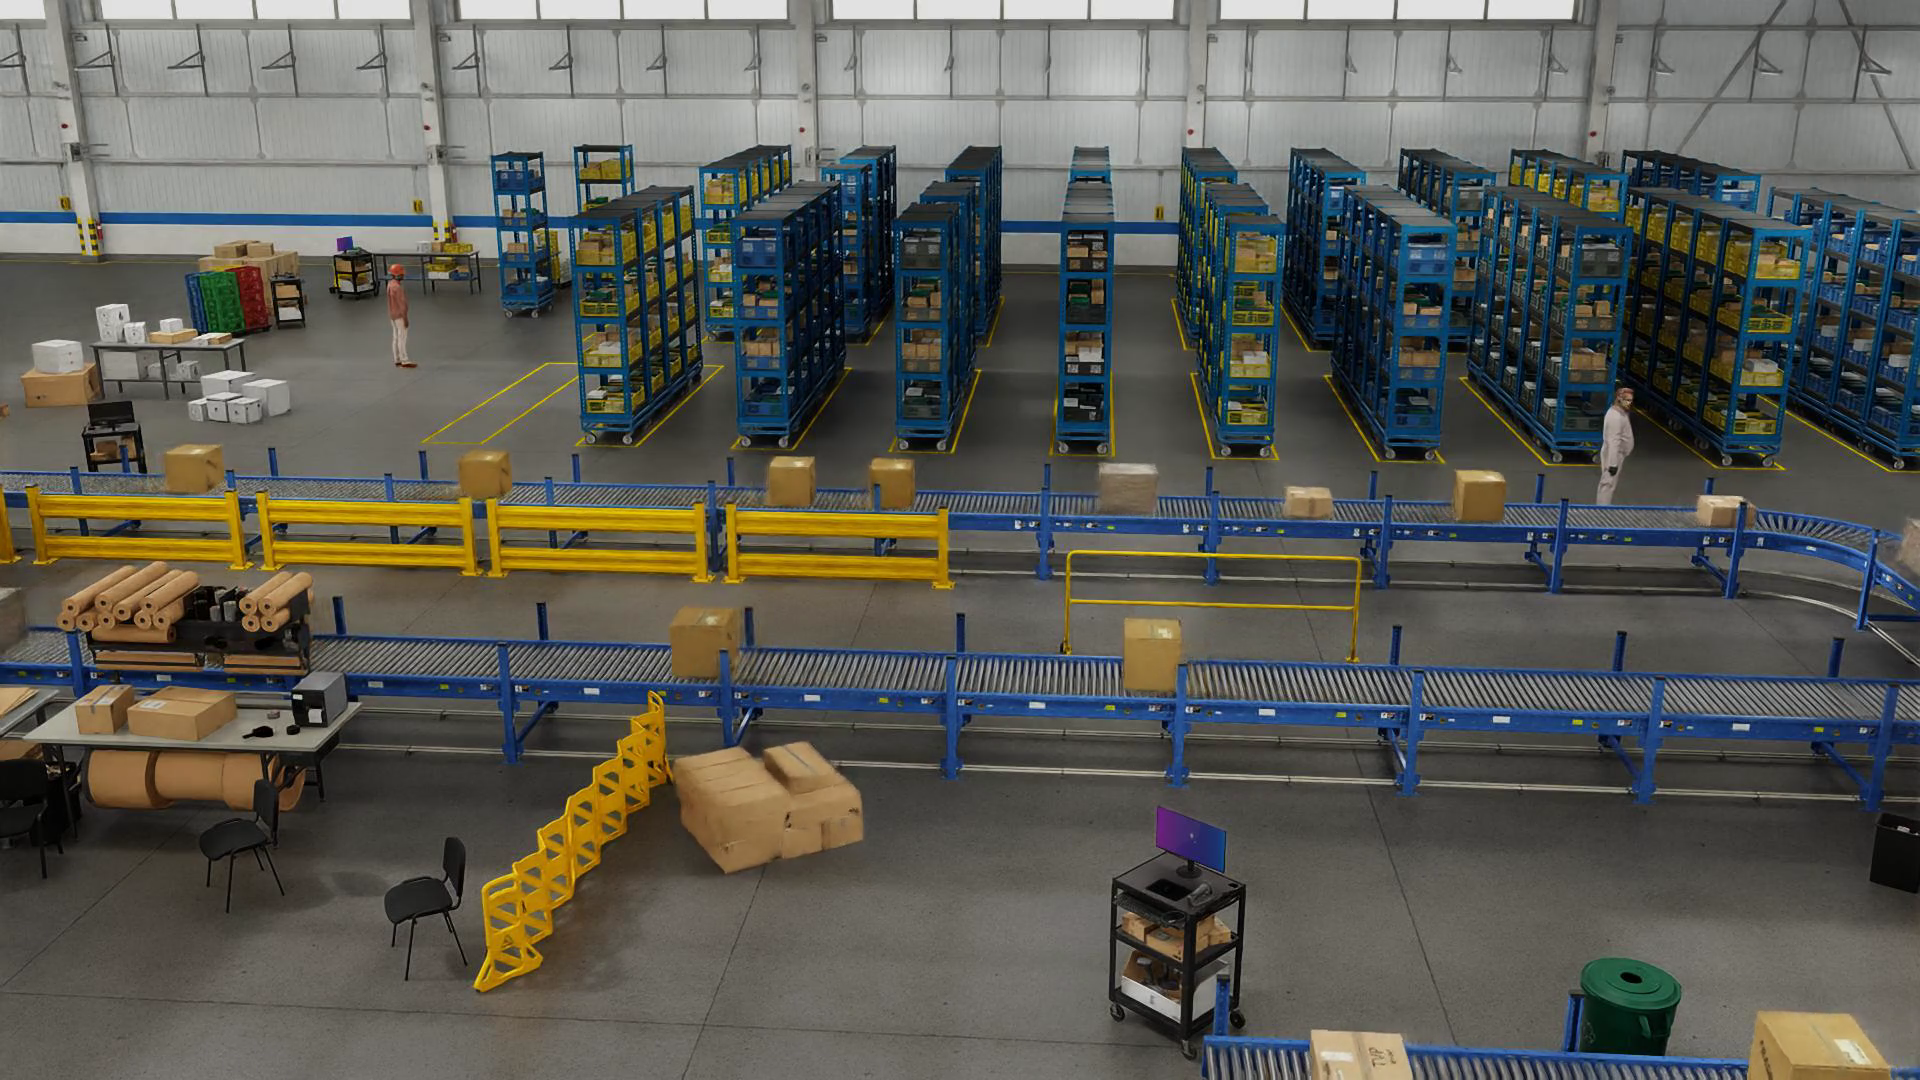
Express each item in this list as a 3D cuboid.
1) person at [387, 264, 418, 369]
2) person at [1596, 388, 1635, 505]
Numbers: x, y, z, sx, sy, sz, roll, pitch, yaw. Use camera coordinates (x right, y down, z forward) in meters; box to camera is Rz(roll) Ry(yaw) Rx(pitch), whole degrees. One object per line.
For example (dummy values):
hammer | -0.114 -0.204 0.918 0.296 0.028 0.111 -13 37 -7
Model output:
person | -10.738 -4.285 31.890 0.383 1.996 0.609 -14 22 -37
person | 8.607 -1.065 21.830 0.399 1.902 0.642 7 19 20
